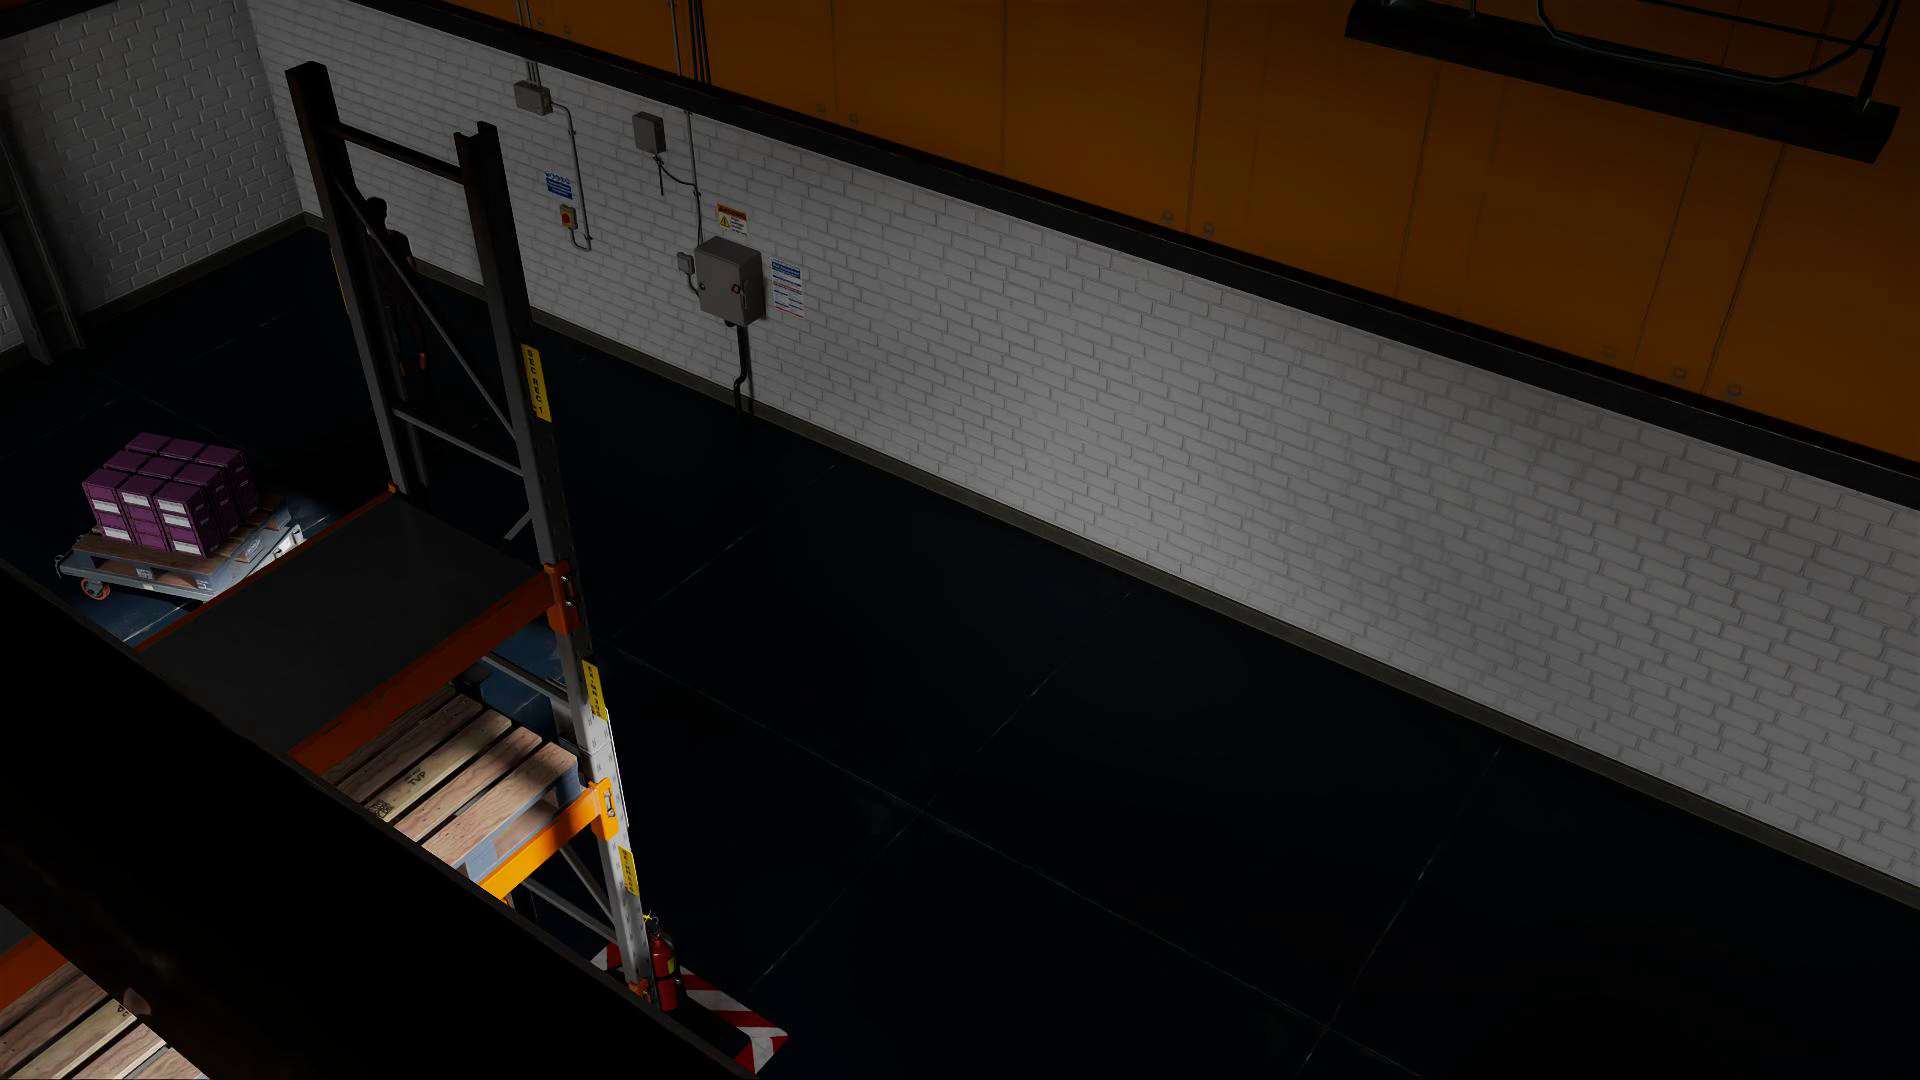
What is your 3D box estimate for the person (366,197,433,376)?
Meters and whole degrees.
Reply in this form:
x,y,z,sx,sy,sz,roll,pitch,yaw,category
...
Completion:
x,y,z,sx,sy,sz,roll,pitch,yaw,category
-5.136,-2.289,15.046,0.652,1.714,0.766,-15,41,-18,person
